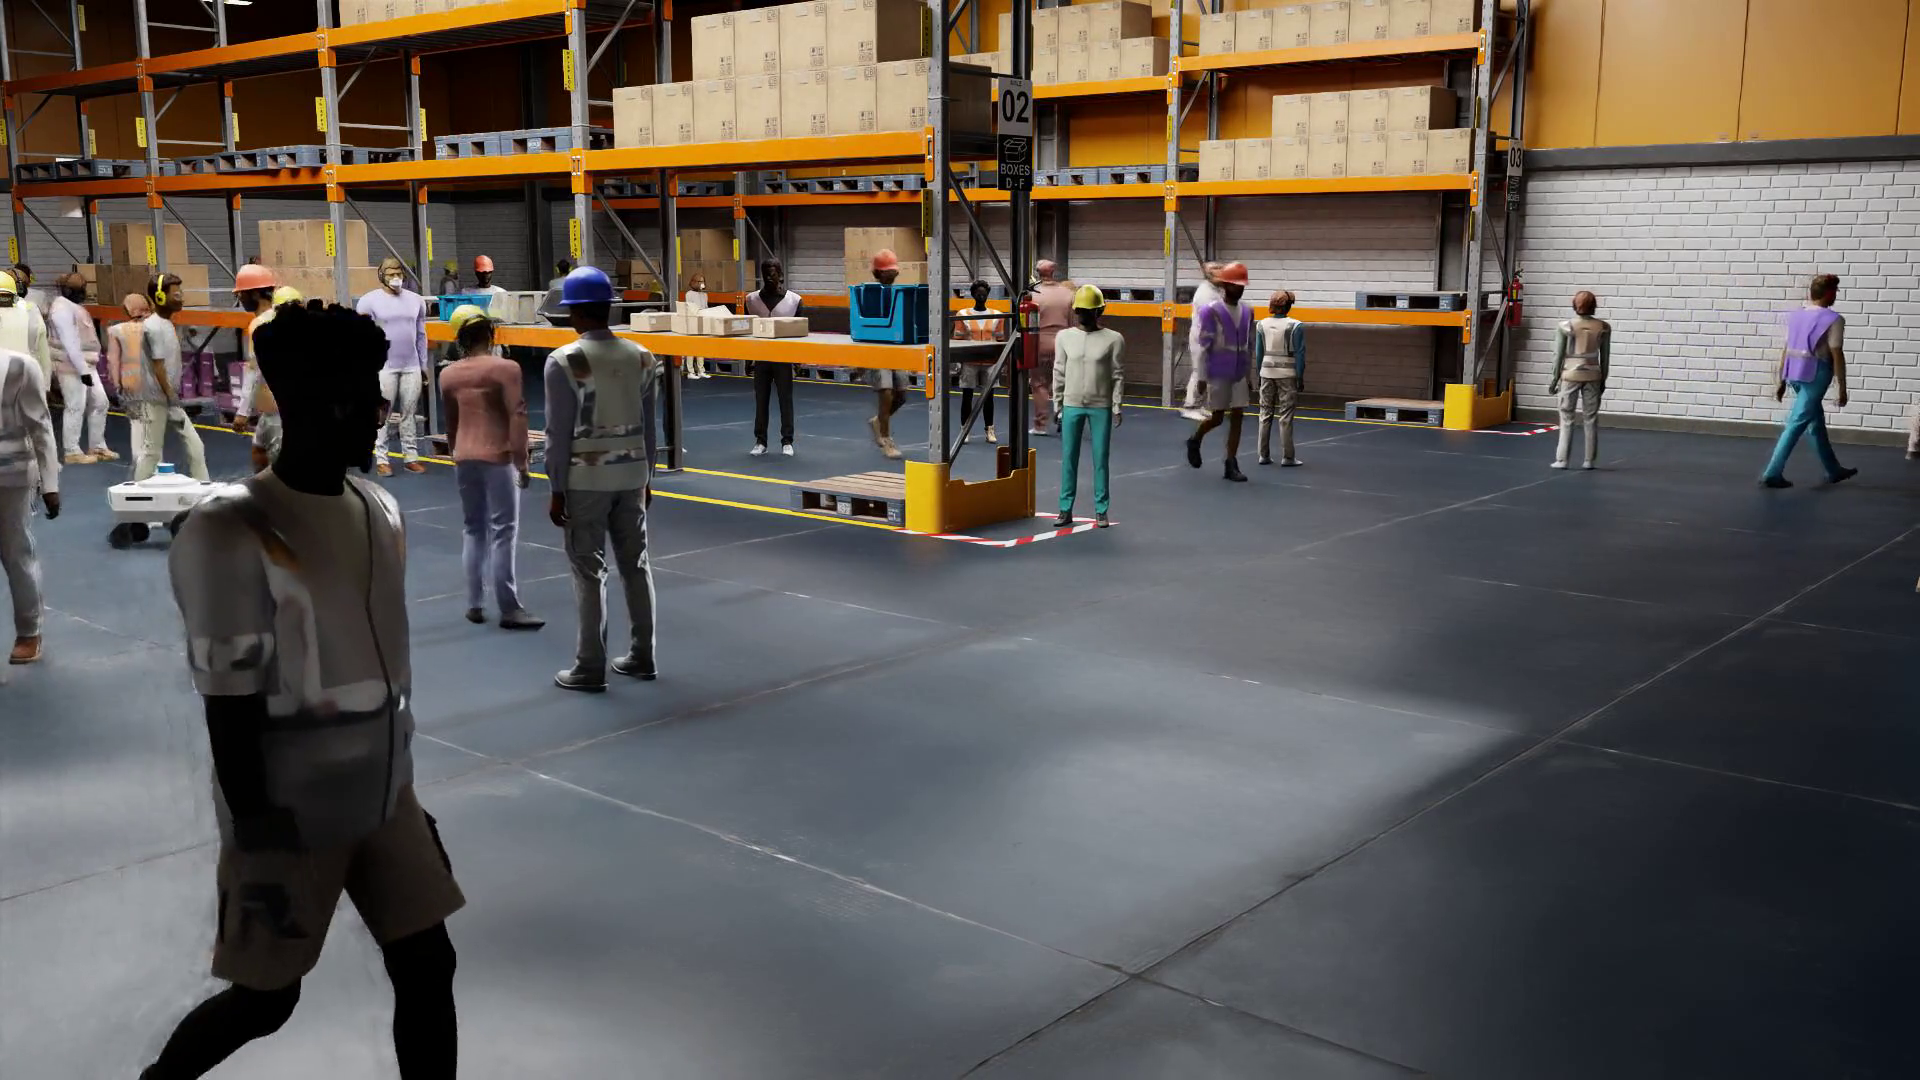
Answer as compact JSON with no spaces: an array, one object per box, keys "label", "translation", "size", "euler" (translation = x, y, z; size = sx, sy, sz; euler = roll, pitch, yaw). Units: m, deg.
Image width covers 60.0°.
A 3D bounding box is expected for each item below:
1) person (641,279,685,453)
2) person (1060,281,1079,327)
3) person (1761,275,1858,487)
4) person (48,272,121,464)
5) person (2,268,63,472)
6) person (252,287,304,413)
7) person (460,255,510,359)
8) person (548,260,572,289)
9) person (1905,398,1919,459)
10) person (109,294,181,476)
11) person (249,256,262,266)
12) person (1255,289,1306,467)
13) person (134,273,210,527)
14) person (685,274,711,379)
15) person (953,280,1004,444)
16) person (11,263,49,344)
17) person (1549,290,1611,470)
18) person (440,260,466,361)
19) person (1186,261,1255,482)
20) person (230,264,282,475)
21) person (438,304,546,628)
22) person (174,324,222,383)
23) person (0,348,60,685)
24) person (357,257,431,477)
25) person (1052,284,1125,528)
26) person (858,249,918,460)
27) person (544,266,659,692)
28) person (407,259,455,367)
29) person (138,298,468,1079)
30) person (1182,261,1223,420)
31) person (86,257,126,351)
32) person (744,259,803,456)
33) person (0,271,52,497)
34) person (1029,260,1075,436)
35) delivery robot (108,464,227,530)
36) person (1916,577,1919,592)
[{"label":"person","translation":[-2.928,-1.695,16.300],"size":[0.486,1.737,0.344],"euler":[-7,12,-36]},{"label":"person","translation":[1.292,-2.267,19.850],"size":[0.265,1.631,0.508],"euler":[2,10,14]},{"label":"person","translation":[7.258,-1.335,14.085],"size":[0.994,1.790,0.587],"euler":[-2,10,-11]},{"label":"person","translation":[-8.186,-1.594,15.554],"size":[0.598,1.804,0.654],"euler":[-3,10,-15]},{"label":"person","translation":[-8.432,-1.509,14.937],"size":[0.637,1.842,0.429],"euler":[2,10,13]},{"label":"person","translation":[-5.207,-1.092,12.917],"size":[0.913,1.720,0.535],"euler":[9,14,43]},{"label":"person","translation":[-5.416,-2.273,19.013],"size":[0.542,1.939,0.365],"euler":[-6,11,-29]},{"label":"person","translation":[-6.364,-3.560,26.658],"size":[0.544,1.821,0.943],"euler":[-4,11,-22]},{"label":"person","translation":[9.292,-1.704,15.649],"size":[0.398,1.990,0.618],"euler":[0,10,3]},{"label":"person","translation":[-7.204,-1.361,14.725],"size":[0.527,1.621,0.474],"euler":[-3,10,-15]},{"label":"person","translation":[-9.662,-2.955,22.992],"size":[0.409,1.909,0.640],"euler":[1,10,4]},{"label":"person","translation":[2.972,-1.499,15.458],"size":[0.511,1.641,0.307],"euler":[9,13,41]},{"label":"person","translation":[-5.650,-1.001,12.063],"size":[0.884,1.830,0.554],"euler":[-2,10,-11]},{"label":"person","translation":[-4.080,-3.319,25.861],"size":[0.277,1.629,0.497],"euler":[6,12,32]},{"label":"person","translation":[0.198,-1.836,17.205],"size":[0.535,1.700,0.318],"euler":[-2,10,-10]},{"label":"person","translation":[-10.923,-2.321,19.564],"size":[0.539,1.845,0.510],"euler":[10,14,44]},{"label":"person","translation":[5.662,-1.453,15.194],"size":[0.515,1.641,0.314],"euler":[0,10,1]},{"label":"person","translation":[-8.954,-4.027,29.375],"size":[0.539,1.828,0.602],"euler":[-4,11,-23]},{"label":"person","translation":[2.289,-1.478,14.574],"size":[0.574,1.913,0.663],"euler":[-5,11,-26]},{"label":"person","translation":[-4.843,-0.934,11.482],"size":[0.835,1.896,0.559],"euler":[-2,10,-9]},{"label":"person","translation":[-2.486,-0.396,8.947],"size":[0.697,1.718,0.367],"euler":[4,11,24]},{"label":"person","translation":[-11.401,-3.144,24.339],"size":[1.055,1.817,0.649],"euler":[-6,12,-31]},{"label":"person","translation":[-4.595,-0.261,7.855],"size":[0.615,1.837,0.799],"euler":[-4,11,-19]},{"label":"person","translation":[-5.022,-1.535,14.808],"size":[0.635,1.937,0.353],"euler":[-9,14,-42]},{"label":"person","translation":[0.923,-0.962,12.055],"size":[0.523,1.763,0.329],"euler":[2,10,12]},{"label":"person","translation":[-0.732,-1.804,16.122],"size":[0.629,2.019,0.703],"euler":[-5,11,-26]},{"label":"person","translation":[-1.653,-0.281,7.670],"size":[0.411,1.939,0.603],"euler":[8,13,40]},{"label":"person","translation":[-9.134,-3.841,28.118],"size":[1.015,1.875,0.611],"euler":[0,10,-2]},{"label":"person","translation":[-1.340,0.488,3.323],"size":[0.902,1.936,0.614],"euler":[4,11,20]},{"label":"person","translation":[2.868,-2.334,19.568],"size":[0.519,1.867,0.666],"euler":[3,10,17]},{"label":"person","translation":[-12.722,-3.264,24.713],"size":[0.458,1.919,0.662],"euler":[5,11,26]},{"label":"person","translation":[-1.824,-1.780,16.265],"size":[0.591,1.919,0.391],"euler":[1,10,4]},{"label":"person","translation":[-7.658,-1.240,13.430],"size":[0.587,1.834,0.403],"euler":[-8,13,-39]},{"label":"person","translation":[0.910,-2.058,17.901],"size":[0.666,1.895,0.427],"euler":[-5,11,-27]},{"label":"delivery robot","translation":[-5.387,-0.277,11.318],"size":[0.707,0.478,0.477],"euler":[0,10,-1]},{"label":"person","translation":[5.763,-0.490,9.553],"size":[0.317,1.696,0.538],"euler":[0,10,3]}]
